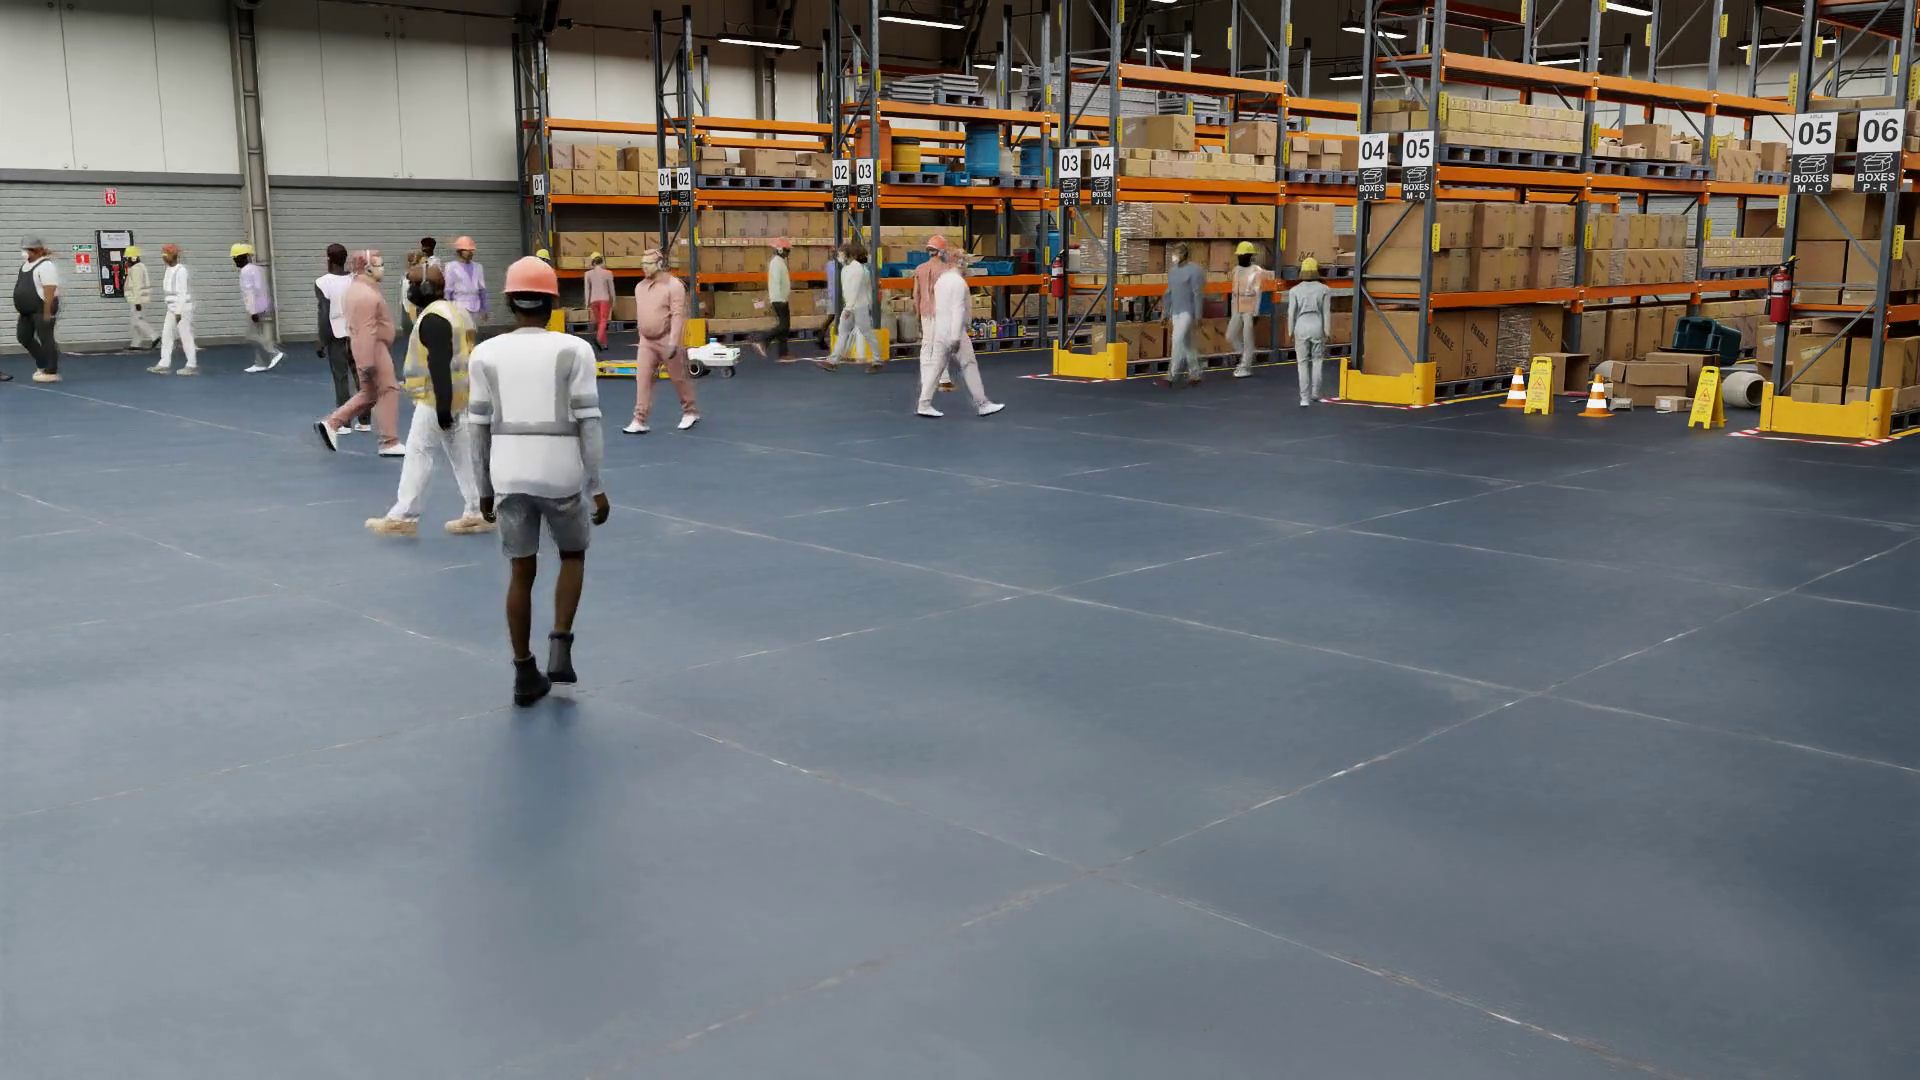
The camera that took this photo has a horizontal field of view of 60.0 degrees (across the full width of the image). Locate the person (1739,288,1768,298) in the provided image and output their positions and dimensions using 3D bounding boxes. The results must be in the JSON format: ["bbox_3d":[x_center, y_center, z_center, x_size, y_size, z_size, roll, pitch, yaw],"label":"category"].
[{"bbox_3d":[14.944,-4.638,31.321,0.611,1.815,0.586,9,14,41],"label":"person"}]

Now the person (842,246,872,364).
[{"bbox_3d":[-1.581,-3.672,26.033,0.441,1.826,0.650,-6,12,-32],"label":"person"}]

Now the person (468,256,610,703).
[{"bbox_3d":[-1.813,-0.263,7.219,0.618,1.909,0.495,0,10,1],"label":"person"}]

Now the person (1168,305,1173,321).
[{"bbox_3d":[3.586,-3.912,27.269,0.343,1.861,0.522,-10,14,-43],"label":"person"}]

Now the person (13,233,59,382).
[{"bbox_3d":[-12.667,-3.167,22.816,0.709,2.000,0.537,8,13,35],"label":"person"}]

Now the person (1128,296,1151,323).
[{"bbox_3d":[3.851,-5.353,35.713,0.609,1.644,0.540,-7,12,-33],"label":"person"}]

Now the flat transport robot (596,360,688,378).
[{"bbox_3d":[-4.595,-2.444,23.701,1.431,0.197,0.652,1,10,7],"label":"flat transport robot"}]

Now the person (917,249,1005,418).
[{"bbox_3d":[-0.035,-2.275,18.368,1.009,1.842,0.660,-5,11,-25],"label":"person"}]

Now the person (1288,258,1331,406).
[{"bbox_3d":[4.119,-2.466,19.684,0.499,1.723,0.578,1,10,6],"label":"person"}]

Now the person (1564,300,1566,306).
[{"bbox_3d":[9.572,-3.743,26.811,0.404,1.680,0.544,-3,11,-17],"label":"person"}]

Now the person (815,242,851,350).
[{"bbox_3d":[-2.189,-4.302,29.287,0.558,1.902,0.948,9,14,41],"label":"person"}]

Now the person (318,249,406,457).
[{"bbox_3d":[-5.399,-1.686,15.067,0.744,1.877,0.640,-6,12,-31],"label":"person"}]

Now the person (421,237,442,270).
[{"bbox_3d":[-9.238,-4.304,29.100,0.367,1.966,0.607,-1,10,-5],"label":"person"}]

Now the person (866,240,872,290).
[{"bbox_3d":[-1.882,-5.725,37.037,0.959,1.908,0.640,-8,13,-36],"label":"person"}]

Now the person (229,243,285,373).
[{"bbox_3d":[-10.372,-3.412,24.454,0.593,1.895,0.593,-2,11,-11],"label":"person"}]

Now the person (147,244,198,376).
[{"bbox_3d":[-11.315,-3.281,23.778,0.610,1.866,0.730,10,14,43],"label":"person"}]

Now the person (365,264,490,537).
[{"bbox_3d":[-3.605,-0.927,11.123,0.882,1.805,0.659,-2,11,-9],"label":"person"}]

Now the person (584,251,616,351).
[{"bbox_3d":[-6.301,-4.165,29.009,0.528,1.725,0.838,1,10,4],"label":"person"}]

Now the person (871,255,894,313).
[{"bbox_3d":[-1.457,-4.576,31.502,0.522,1.618,0.425,9,14,40],"label":"person"}]

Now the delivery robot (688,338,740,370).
[{"bbox_3d":[-3.499,-2.629,23.679,0.707,0.478,0.477,1,10,5],"label":"delivery robot"}]

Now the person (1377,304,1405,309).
[{"bbox_3d":[6.953,-3.733,26.914,0.531,1.621,0.398,9,14,41],"label":"person"}]

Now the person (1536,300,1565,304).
[{"bbox_3d":[8.944,-3.583,25.404,0.497,1.874,0.616,-9,14,-41],"label":"person"}]

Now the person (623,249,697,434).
[{"bbox_3d":[-3.062,-2.037,17.043,0.651,1.865,0.982,5,12,26],"label":"person"}]

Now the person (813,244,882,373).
[{"bbox_3d":[-1.604,-3.359,24.179,1.055,1.864,0.636,-6,12,-28],"label":"person"}]

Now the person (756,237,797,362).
[{"bbox_3d":[-2.880,-3.797,26.297,0.538,1.976,0.635,1,10,6],"label":"person"}]

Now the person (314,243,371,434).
[{"bbox_3d":[-6.260,-2.047,16.922,0.391,1.920,0.587,8,13,36],"label":"person"}]

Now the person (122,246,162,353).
[{"bbox_3d":[-14.124,-4.135,28.596,0.631,1.819,0.601,-3,11,-16],"label":"person"}]

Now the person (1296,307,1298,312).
[{"bbox_3d":[7.060,-5.166,33.955,0.560,1.910,0.613,-9,13,-39],"label":"person"}]

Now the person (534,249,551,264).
[{"bbox_3d":[-7.224,-4.147,28.811,0.325,1.762,0.524,-4,11,-22],"label":"person"}]

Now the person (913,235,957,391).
[{"bbox_3d":[-0.304,-2.945,21.608,0.625,1.992,0.386,6,12,31],"label":"person"}]

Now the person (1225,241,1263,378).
[{"bbox_3d":[4.011,-3.256,23.512,0.416,1.915,0.609,-7,12,-33],"label":"person"}]

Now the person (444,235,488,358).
[{"bbox_3d":[-7.010,-3.281,23.448,0.983,2.008,0.617,7,13,35],"label":"person"}]

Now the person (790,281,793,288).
[{"bbox_3d":[-3.622,-5.219,33.917,0.629,2.030,0.521,9,14,41],"label":"person"}]

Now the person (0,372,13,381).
[{"bbox_3d":[-13.440,-3.177,23.049,0.376,1.931,0.542,-9,13,-39],"label":"person"}]

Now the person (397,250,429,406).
[{"bbox_3d":[-6.386,-2.485,19.547,0.445,1.831,0.518,0,10,-1],"label":"person"}]

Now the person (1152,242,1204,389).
[{"bbox_3d":[2.811,-2.926,21.755,0.928,1.897,0.649,-5,12,-26],"label":"person"}]
